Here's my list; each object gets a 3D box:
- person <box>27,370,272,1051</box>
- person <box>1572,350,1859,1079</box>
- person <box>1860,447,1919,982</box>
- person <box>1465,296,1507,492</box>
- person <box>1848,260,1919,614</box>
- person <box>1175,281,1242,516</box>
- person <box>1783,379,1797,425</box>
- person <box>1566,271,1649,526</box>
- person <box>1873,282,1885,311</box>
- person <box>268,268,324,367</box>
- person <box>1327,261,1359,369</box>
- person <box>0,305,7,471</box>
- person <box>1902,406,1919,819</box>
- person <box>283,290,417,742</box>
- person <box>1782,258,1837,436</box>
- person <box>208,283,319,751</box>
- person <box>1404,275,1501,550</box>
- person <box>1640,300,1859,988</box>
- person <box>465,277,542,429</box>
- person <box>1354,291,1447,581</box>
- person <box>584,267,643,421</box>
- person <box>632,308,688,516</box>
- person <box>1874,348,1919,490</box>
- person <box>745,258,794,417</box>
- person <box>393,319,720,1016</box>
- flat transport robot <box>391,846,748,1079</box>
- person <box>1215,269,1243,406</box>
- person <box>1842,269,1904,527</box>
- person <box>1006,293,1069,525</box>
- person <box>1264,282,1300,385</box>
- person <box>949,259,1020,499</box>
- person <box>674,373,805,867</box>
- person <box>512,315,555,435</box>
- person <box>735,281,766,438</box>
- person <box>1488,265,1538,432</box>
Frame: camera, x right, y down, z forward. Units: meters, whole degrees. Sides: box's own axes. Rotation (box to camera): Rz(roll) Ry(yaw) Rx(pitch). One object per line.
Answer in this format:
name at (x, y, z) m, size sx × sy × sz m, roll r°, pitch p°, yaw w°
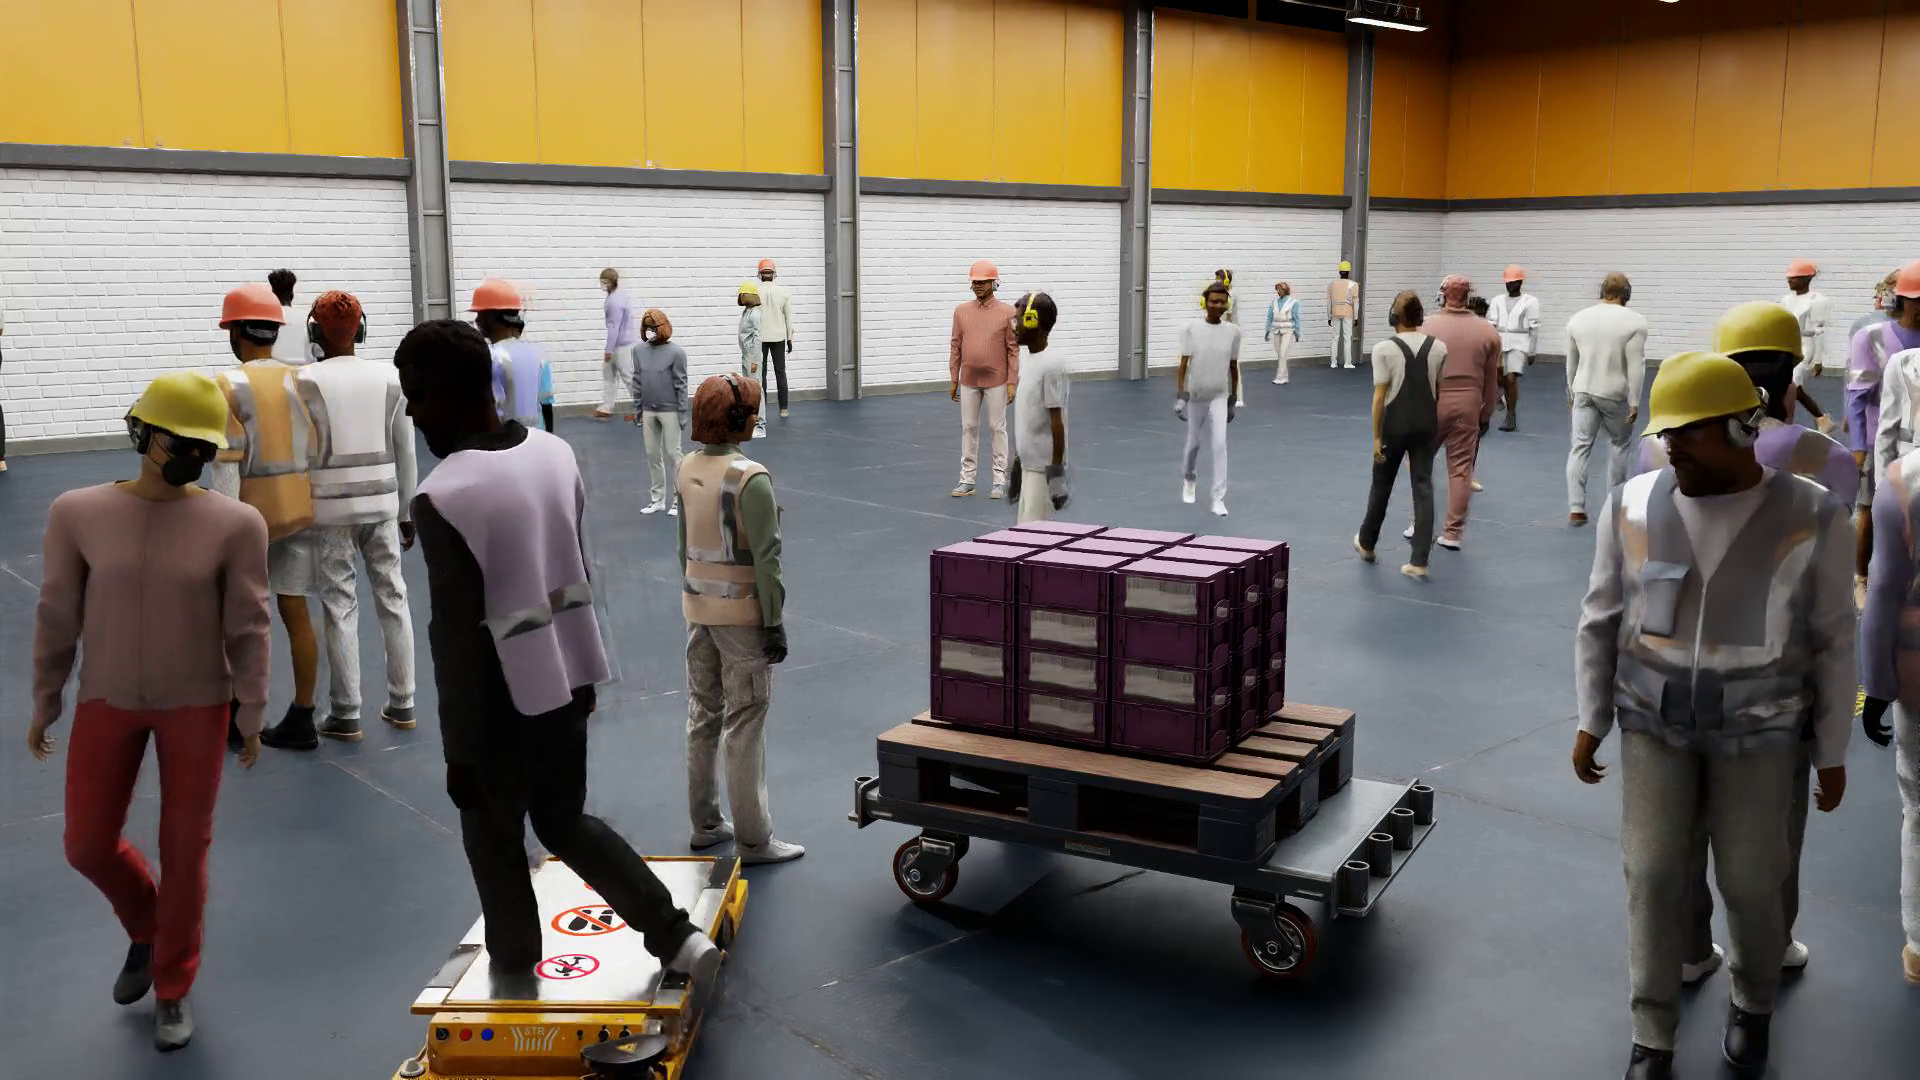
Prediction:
person at (-2.075, 0.429, 4.311) m, size 0.581 × 1.734 × 0.447 m, roll -3°, pitch 10°, yaw -18°
person at (1.795, 0.447, 4.011) m, size 0.627 × 1.802 × 0.477 m, roll 7°, pitch 12°, yaw 34°
person at (2.668, 0.407, 4.306) m, size 0.638 × 1.804 × 0.849 m, roll 6°, pitch 11°, yaw 32°
person at (4.377, -1.242, 14.236) m, size 0.558 × 1.673 × 0.392 m, roll -2°, pitch 10°, yaw -12°
person at (5.151, -0.508, 9.045) m, size 0.617 × 1.991 × 1.004 m, roll 2°, pitch 10°, yaw 12°
person at (1.967, -1.147, 13.290) m, size 0.528 × 1.834 × 0.927 m, roll 0°, pitch 10°, yaw 1°
person at (4.225, -0.372, 9.063) m, size 0.541 × 1.723 × 0.905 m, roll 4°, pitch 11°, yaw 24°
person at (4.893, -1.069, 12.598) m, size 0.660 × 1.894 × 0.872 m, roll 9°, pitch 13°, yaw 43°
person at (7.406, -1.141, 13.257) m, size 0.583 × 1.825 × 0.710 m, roll -5°, pitch 11°, yaw -28°
person at (-5.334, -1.198, 13.274) m, size 0.615 × 1.937 × 0.748 m, roll -5°, pitch 11°, yaw -26°
person at (6.899, -4.048, 29.961) m, size 0.590 × 1.930 × 0.358 m, roll 6°, pitch 11°, yaw 31°
person at (-9.209, -1.620, 15.422) m, size 0.536 × 2.000 × 0.689 m, roll 0°, pitch 10°, yaw 2°
person at (3.812, 0.077, 6.104) m, size 1.052 × 1.862 × 0.677 m, roll -6°, pitch 11°, yaw -31°
person at (-2.553, -0.097, 6.973) m, size 0.574 × 1.881 × 0.357 m, roll -9°, pitch 13°, yaw -41°
person at (8.998, -1.993, 17.733) m, size 0.980 × 2.012 × 0.620 m, roll -2°, pitch 10°, yaw -9°
person at (-2.929, -0.093, 6.865) m, size 0.740 × 1.906 × 0.562 m, roll 6°, pitch 11°, yaw 31°
person at (3.380, -0.895, 11.617) m, size 0.681 × 1.884 × 0.689 m, roll 0°, pitch 10°, yaw -1°
person at (2.170, 0.291, 4.634) m, size 0.589 × 1.900 × 0.565 m, roll 9°, pitch 13°, yaw 43°
person at (-2.323, -0.421, 8.773) m, size 0.717 × 1.919 × 0.549 m, roll 3°, pitch 10°, yaw 14°
person at (2.829, -0.681, 10.636) m, size 0.499 × 1.793 × 0.956 m, roll -1°, pitch 10°, yaw -4°
person at (-4.209, -2.355, 20.185) m, size 0.842 × 1.881 × 0.706 m, roll -3°, pitch 10°, yaw -17°
person at (-2.335, -0.991, 12.982) m, size 0.492 × 1.624 × 0.310 m, roll 5°, pitch 11°, yaw 26°
person at (4.654, -0.258, 7.908) m, size 0.572 × 1.886 × 0.355 m, roll 3°, pitch 10°, yaw 18°
person at (-2.411, -2.539, 20.944) m, size 0.623 × 1.989 × 0.400 m, roll -3°, pitch 10°, yaw -16°
person at (-1.010, 0.395, 4.099) m, size 0.709 × 1.877 × 0.683 m, roll 3°, pitch 10°, yaw 16°
flat transport robot at (-0.990, 1.138, 4.449) m, size 0.652 × 0.197 × 1.431 m, roll 0°, pitch 10°, yaw 1°
person at (3.459, -2.701, 22.346) m, size 0.800 × 1.841 × 0.554 m, roll -1°, pitch 10°, yaw -8°
person at (6.338, -0.867, 11.318) m, size 0.630 × 1.936 × 0.366 m, roll 9°, pitch 13°, yaw 44°
person at (0.430, -0.339, 8.559) m, size 0.346 × 1.836 × 0.652 m, roll -2°, pitch 10°, yaw -11°
person at (5.010, -3.229, 26.117) m, size 0.545 × 1.604 × 0.770 m, roll 9°, pitch 13°, yaw 43°
person at (0.197, -1.340, 13.918) m, size 0.612 × 1.995 × 0.376 m, roll 3°, pitch 10°, yaw 19°
person at (-0.762, 0.268, 5.544) m, size 0.307 × 1.641 × 0.513 m, roll -9°, pitch 13°, yaw -43°
person at (-2.914, -0.659, 10.854) m, size 0.538 × 1.681 × 0.571 m, roll -3°, pitch 10°, yaw -18°
person at (-2.356, -2.013, 18.593) m, size 0.301 × 1.743 × 0.493 m, roll -4°, pitch 10°, yaw -21°
person at (6.325, -2.207, 19.228) m, size 0.724 × 1.908 × 0.551 m, roll -9°, pitch 13°, yaw -44°
